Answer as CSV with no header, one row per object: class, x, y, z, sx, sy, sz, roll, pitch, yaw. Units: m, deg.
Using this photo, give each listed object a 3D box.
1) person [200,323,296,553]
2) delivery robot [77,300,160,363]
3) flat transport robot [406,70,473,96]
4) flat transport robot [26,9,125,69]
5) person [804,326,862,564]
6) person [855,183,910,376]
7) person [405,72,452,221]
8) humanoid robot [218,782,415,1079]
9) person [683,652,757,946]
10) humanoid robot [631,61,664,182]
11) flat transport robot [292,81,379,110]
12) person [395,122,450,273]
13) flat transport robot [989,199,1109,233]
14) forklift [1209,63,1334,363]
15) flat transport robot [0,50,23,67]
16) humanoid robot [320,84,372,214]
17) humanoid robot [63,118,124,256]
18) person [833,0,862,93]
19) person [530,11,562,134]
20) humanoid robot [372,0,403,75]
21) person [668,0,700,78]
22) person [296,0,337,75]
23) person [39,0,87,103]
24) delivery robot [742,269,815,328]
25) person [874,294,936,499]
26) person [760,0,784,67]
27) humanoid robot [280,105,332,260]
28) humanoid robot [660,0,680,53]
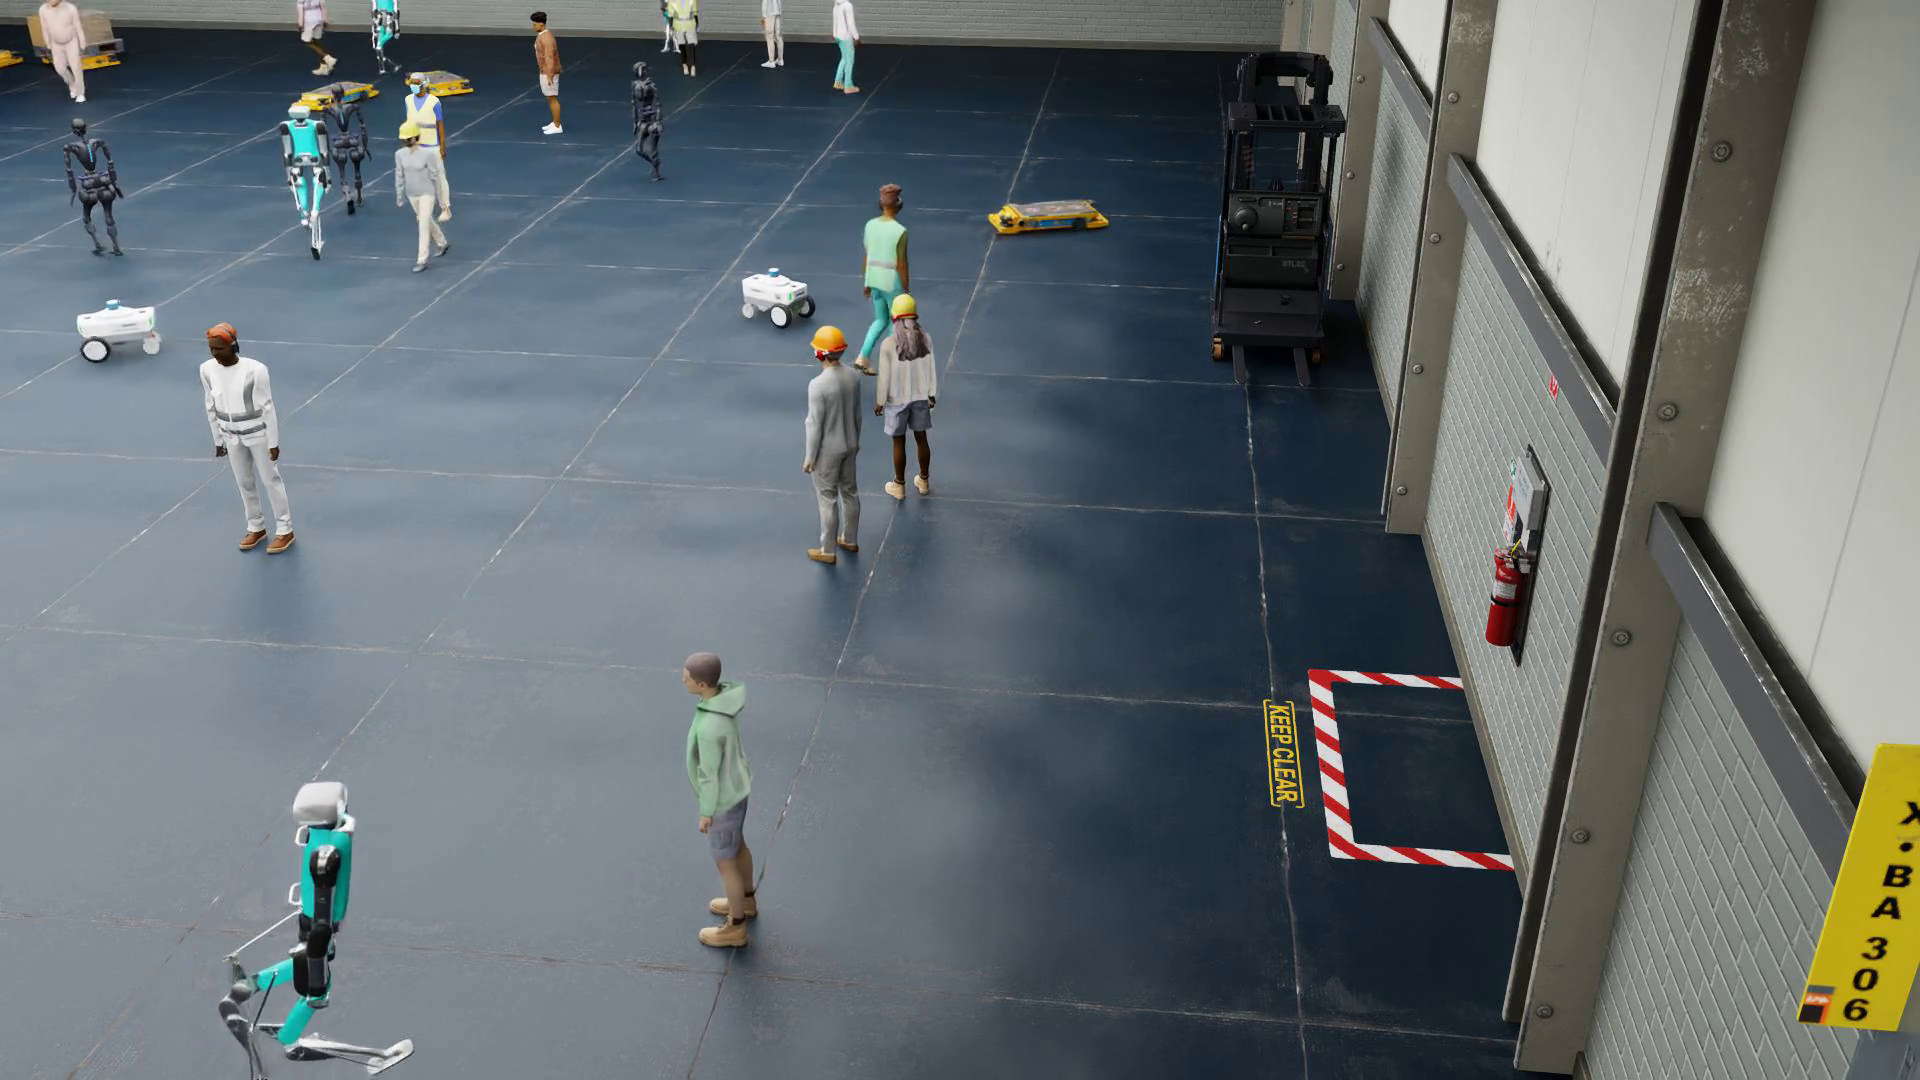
person,-5.550,-0.792,12.933,0.565,1.878,0.353,4,27,8
delivery robot,-8.699,-2.159,17.149,0.812,0.611,0.499,-10,28,-20
flat transport robot,-9.114,-7.981,29.071,0.659,0.231,1.431,-19,32,-33
flat transport robot,-16.455,-8.993,31.092,1.431,0.231,0.659,16,31,28
person,-0.974,-0.731,12.802,0.380,1.893,0.576,19,32,33
person,-0.744,-2.479,16.207,0.538,1.956,0.548,19,32,33
person,-6.875,-5.073,21.458,0.520,1.893,0.400,4,27,8
humanoid robot,-3.132,1.926,7.661,0.996,1.716,0.541,-7,27,-13
person,-1.257,1.356,8.798,0.325,1.733,0.466,0,27,1
humanoid robot,-4.342,-5.841,23.235,0.611,1.646,0.344,19,32,32
flat transport robot,-10.552,-7.511,28.133,0.659,0.231,1.431,9,28,17
person,-6.390,-4.123,19.739,0.538,1.725,0.892,7,28,15
flat transport robot,1.142,-4.169,21.462,1.431,0.231,0.659,-6,27,-12
forklift,3.241,-3.477,17.183,1.129,2.768,1.873,3,27,6
flat transport robot,-18.395,-9.028,31.162,1.431,0.231,0.659,8,28,16
humanoid robot,-8.066,-5.164,21.887,0.598,1.635,0.635,-11,29,-20
humanoid robot,-10.440,-4.255,20.063,0.401,1.642,0.611,21,34,36
person,-1.952,-8.640,28.565,0.450,1.899,0.552,-16,31,-29
person,-6.417,-7.300,25.959,0.416,1.843,0.791,-10,28,-20
humanoid robot,-10.341,-9.106,29.703,0.543,1.732,1.007,6,27,11
person,-4.949,-9.151,29.841,0.546,1.654,0.827,-3,27,-6
person,-11.553,-9.316,29.785,0.619,2.020,0.662,7,27,13
person,-15.022,-8.315,27.938,0.668,1.879,0.433,-4,27,-8
delivery robot,-2.013,-2.663,18.119,0.766,0.580,0.499,16,31,29
person,-0.435,-1.177,13.817,0.542,1.764,0.400,-12,29,-22
person,-3.471,-9.703,30.717,0.387,1.874,0.514,19,32,33
humanoid robot,-7.882,-4.270,20.037,0.550,1.762,0.967,-4,27,-9
humanoid robot,-5.512,-10.251,31.967,0.624,1.777,0.835,-5,27,-9
